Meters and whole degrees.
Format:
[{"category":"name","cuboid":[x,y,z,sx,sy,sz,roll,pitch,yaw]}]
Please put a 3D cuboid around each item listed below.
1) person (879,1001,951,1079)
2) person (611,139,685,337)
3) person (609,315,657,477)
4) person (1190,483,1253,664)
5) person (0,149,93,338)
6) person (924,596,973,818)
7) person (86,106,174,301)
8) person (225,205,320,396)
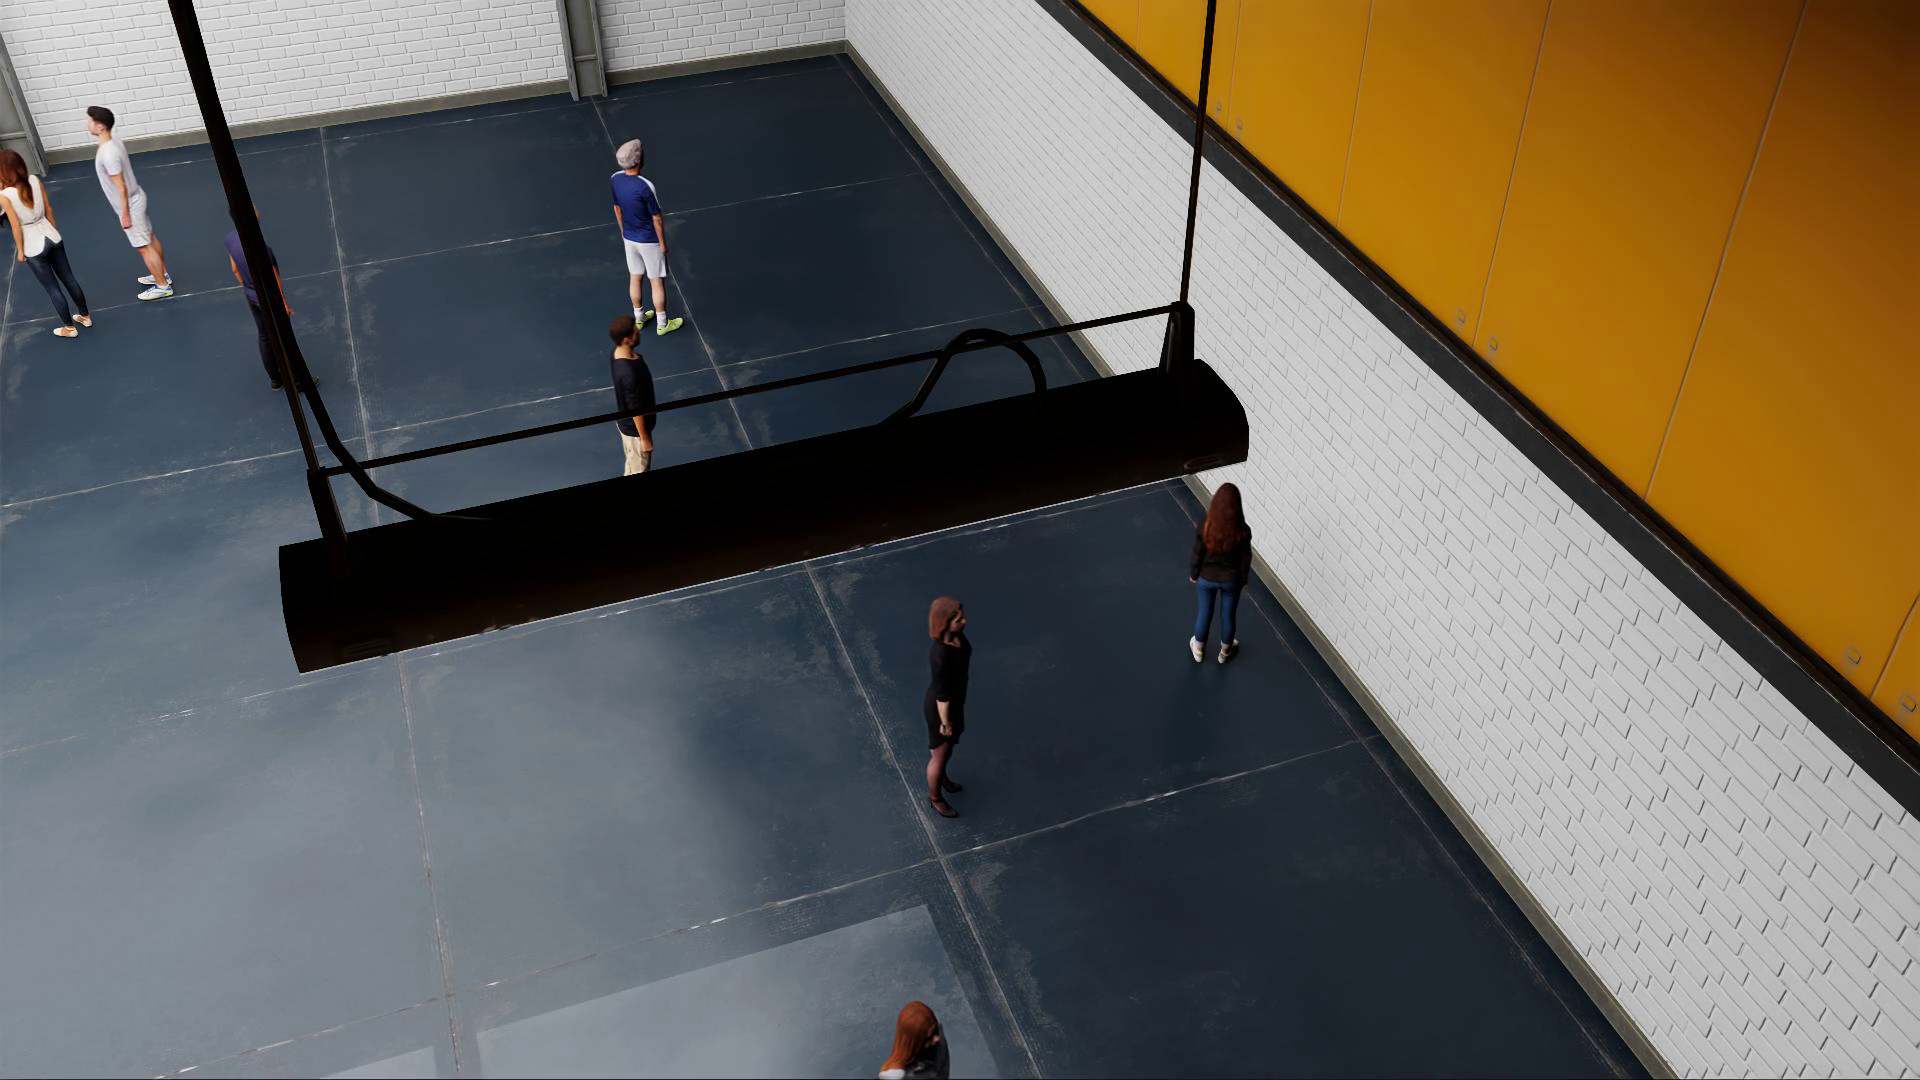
[{"category":"person","cuboid":[-0.216,2.777,8.014,0.739,1.703,0.674,17,42,20]},{"category":"person","cuboid":[-2.813,-2.681,14.739,0.721,1.839,0.771,18,42,21]},{"category":"person","cuboid":[-2.435,-0.857,12.445,0.538,1.851,0.629,-12,40,-15]},{"category":"person","cuboid":[1.779,0.239,11.366,0.590,1.484,0.699,6,39,7]},{"category":"person","cuboid":[-8.110,-2.619,14.705,0.726,1.784,0.670,15,41,18]},{"category":"person","cuboid":[-0.090,1.008,10.227,0.653,1.705,0.658,5,39,7]},{"category":"person","cuboid":[-7.619,-3.099,15.250,0.561,1.855,0.676,-12,40,-14]},{"category":"person","cuboid":[-5.850,-2.043,13.978,0.707,1.792,0.743,20,43,23]}]
